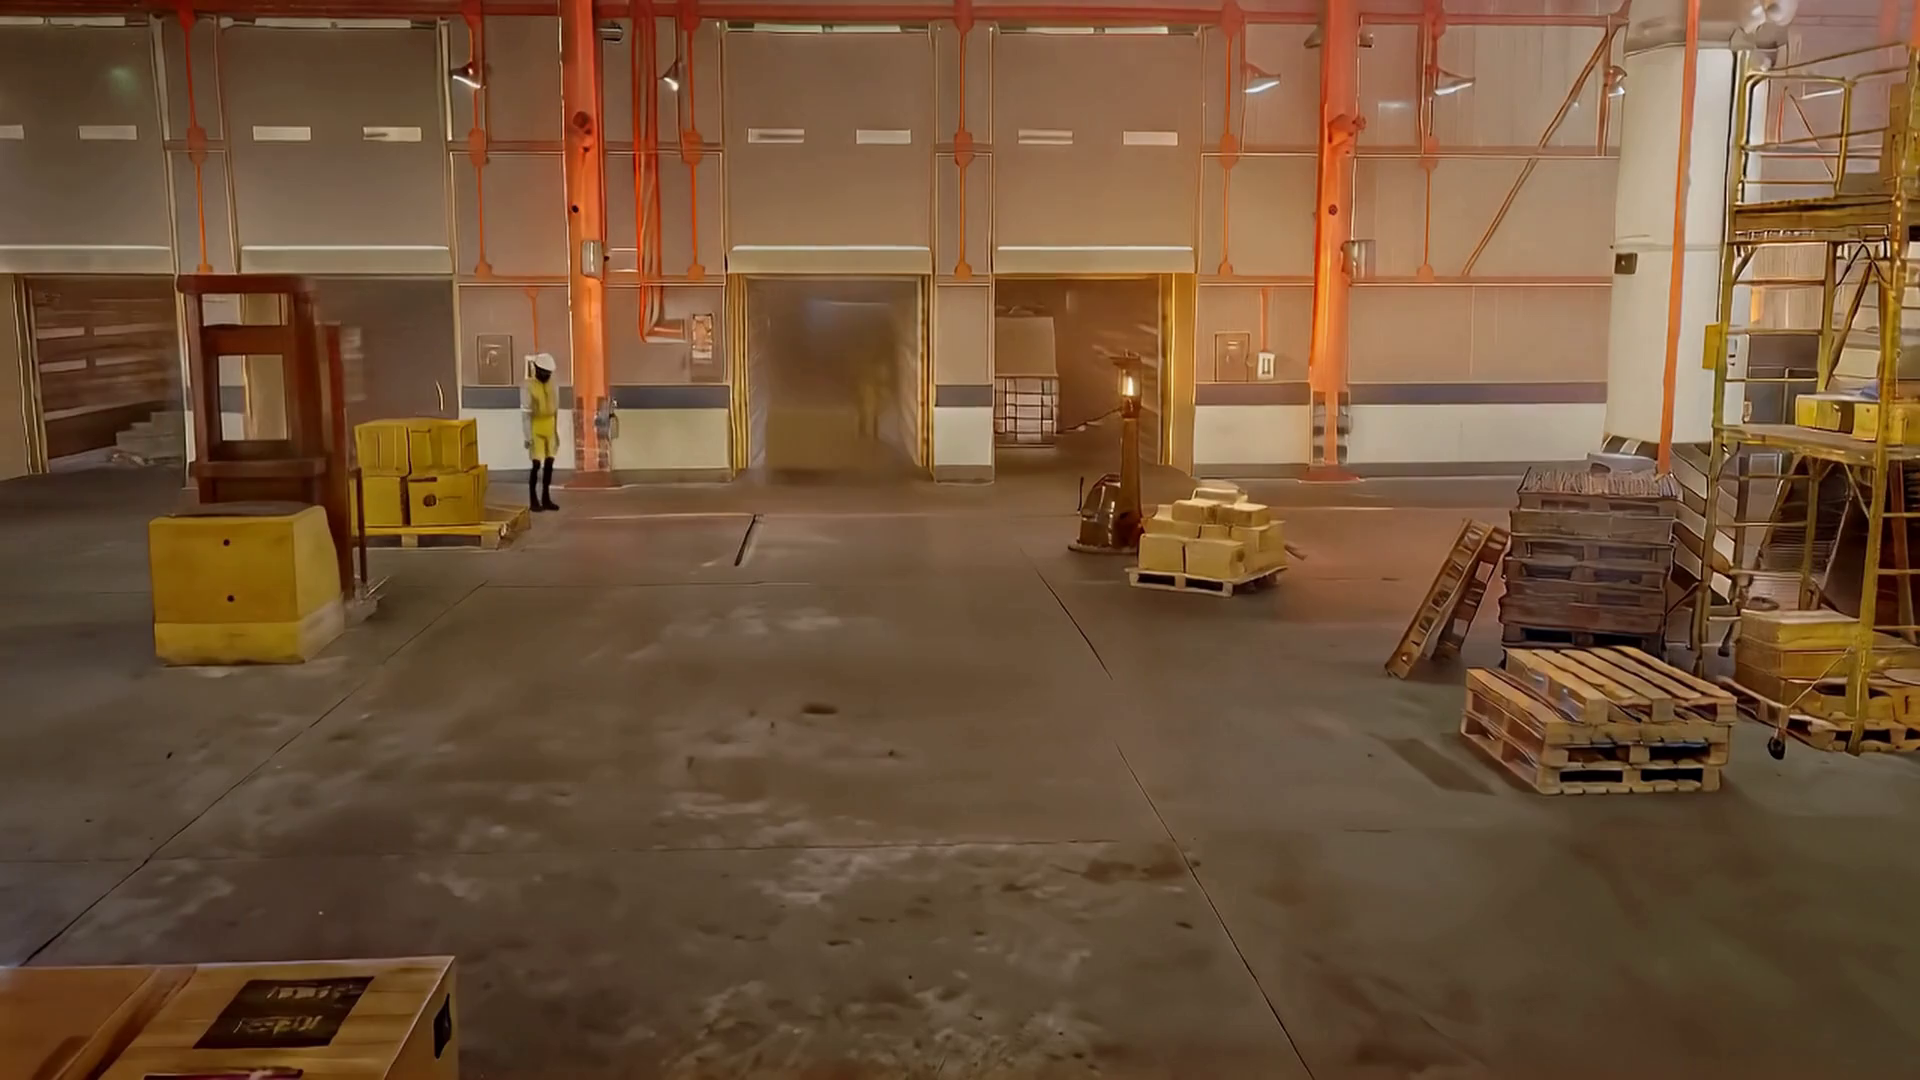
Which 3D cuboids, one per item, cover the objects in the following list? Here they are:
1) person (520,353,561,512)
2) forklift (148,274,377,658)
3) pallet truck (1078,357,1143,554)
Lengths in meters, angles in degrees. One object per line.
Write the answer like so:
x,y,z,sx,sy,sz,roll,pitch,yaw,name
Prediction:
-4.951,-1.277,19.820,0.435,1.913,0.552,6,11,34,person
-5.346,-0.626,12.680,1.129,2.768,1.873,-1,9,-4,forklift
2.088,-0.836,16.757,1.885,1.965,0.823,2,9,13,pallet truck
